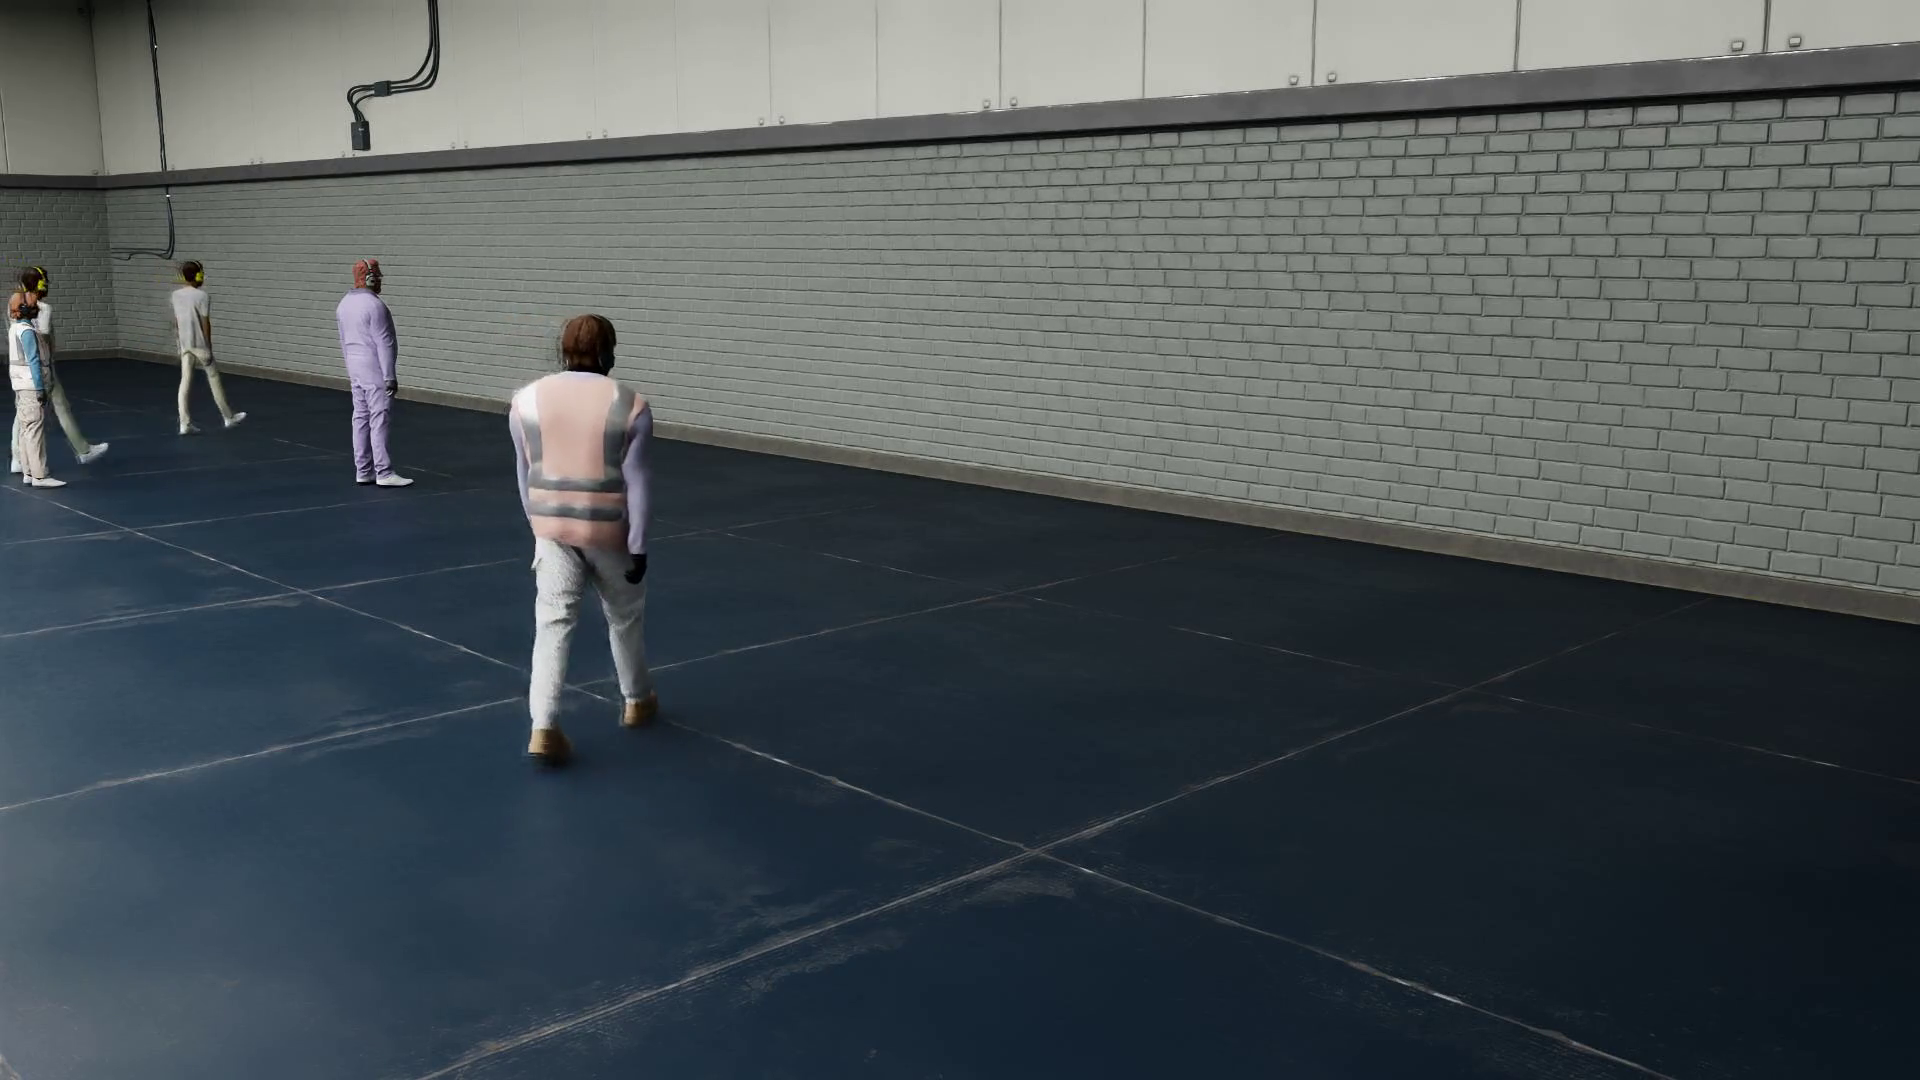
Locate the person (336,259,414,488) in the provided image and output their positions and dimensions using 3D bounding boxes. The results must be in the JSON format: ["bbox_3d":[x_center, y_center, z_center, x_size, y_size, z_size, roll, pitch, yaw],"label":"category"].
[{"bbox_3d":[-4.947,-1.404,14.049,0.643,1.909,0.410,8,13,38],"label":"person"}]

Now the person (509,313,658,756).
[{"bbox_3d":[-1.547,-0.036,6.891,0.619,1.802,0.953,1,10,5],"label":"person"}]

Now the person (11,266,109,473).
[{"bbox_3d":[-8.243,-1.542,15.015,0.528,1.819,0.984,4,11,21],"label":"person"}]

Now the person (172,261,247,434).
[{"bbox_3d":[-8.167,-2.078,17.915,0.532,1.825,0.948,3,11,15],"label":"person"}]

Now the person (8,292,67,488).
[{"bbox_3d":[-7.813,-1.261,13.999,0.307,1.641,0.511,-9,14,-41],"label":"person"}]
